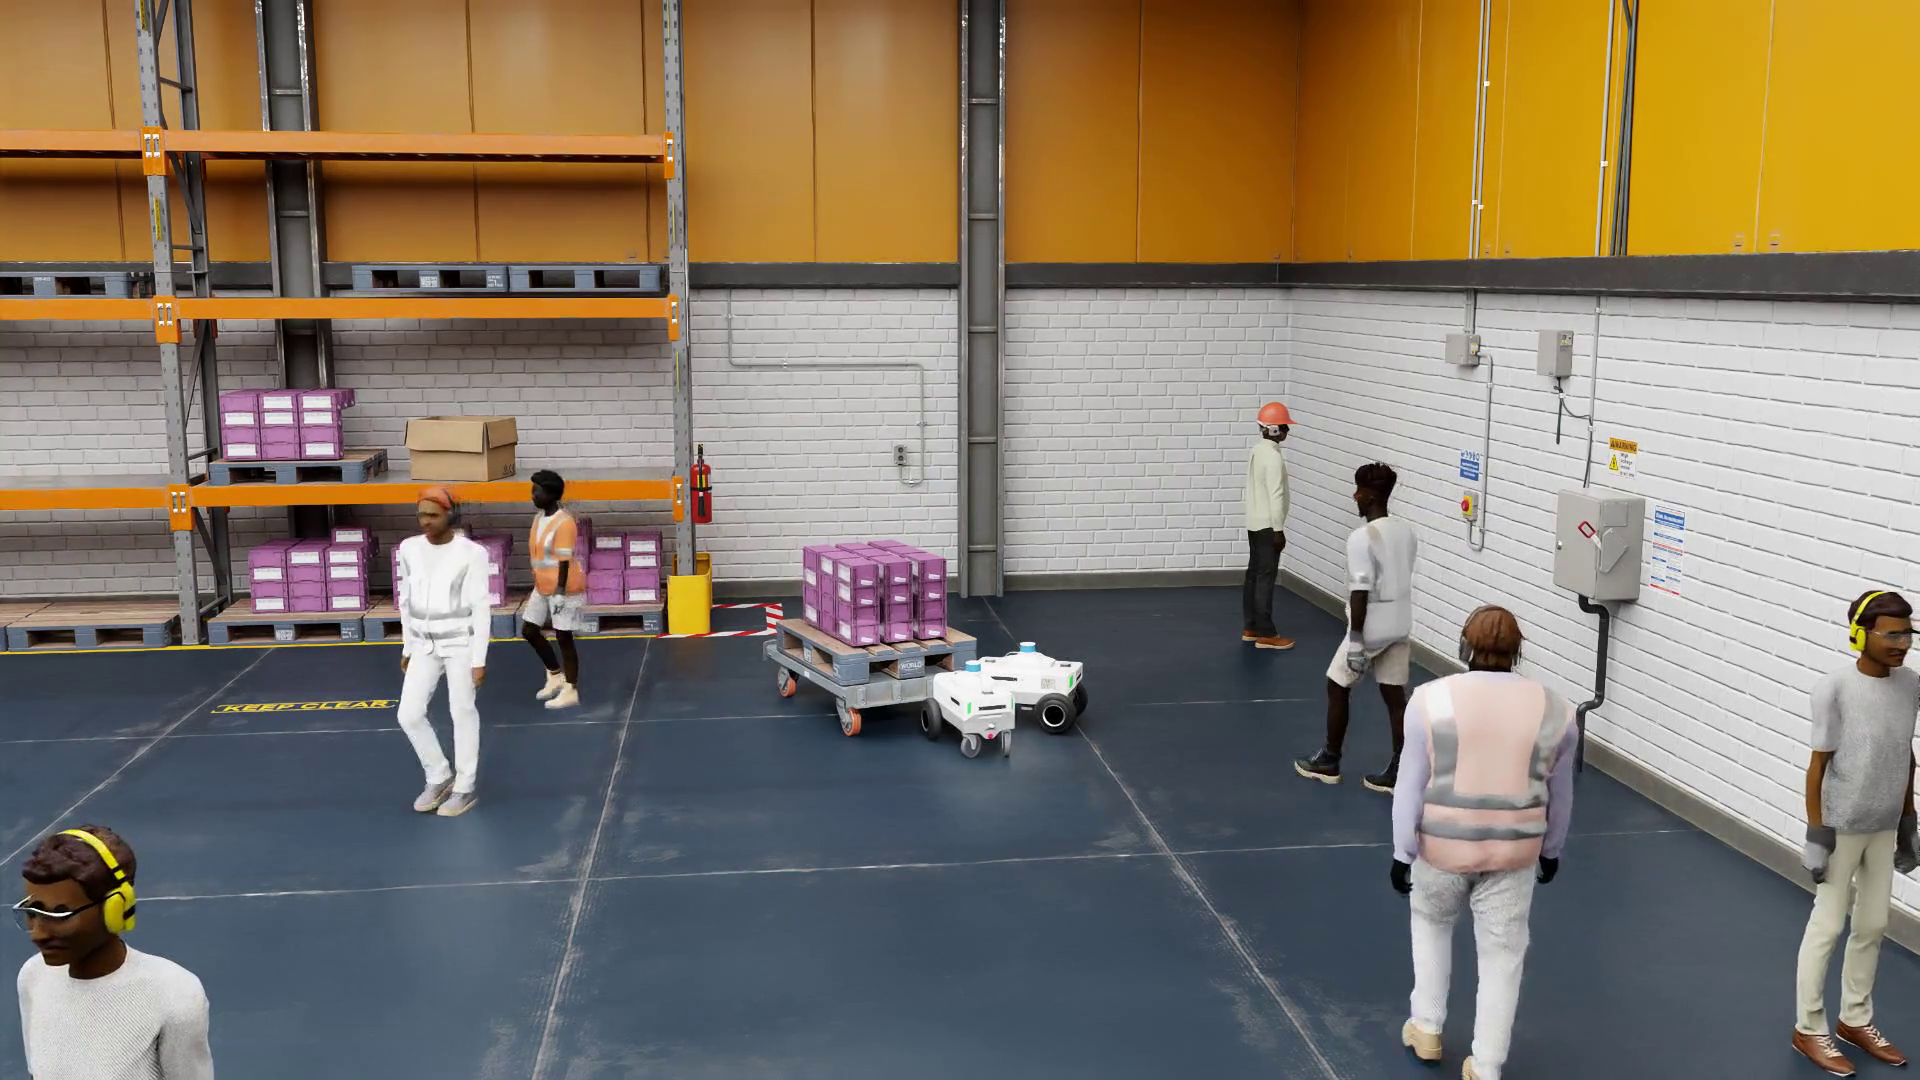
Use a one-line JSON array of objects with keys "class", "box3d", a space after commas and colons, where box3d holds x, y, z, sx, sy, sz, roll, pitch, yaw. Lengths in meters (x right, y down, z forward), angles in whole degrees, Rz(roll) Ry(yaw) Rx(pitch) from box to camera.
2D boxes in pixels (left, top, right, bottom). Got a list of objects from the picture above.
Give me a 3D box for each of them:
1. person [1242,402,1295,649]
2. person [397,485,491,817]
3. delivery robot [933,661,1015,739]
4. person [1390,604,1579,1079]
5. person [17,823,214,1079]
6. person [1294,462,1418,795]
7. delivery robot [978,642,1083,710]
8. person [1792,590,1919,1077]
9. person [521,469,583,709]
[{"class": "person", "box3d": [2.511, -0.124, 13.534, 0.384, 1.996, 0.610, -1, 9, -7]}, {"class": "person", "box3d": [-2.885, 0.629, 9.223, 0.619, 1.869, 0.473, 3, 10, 17]}, {"class": "delivery robot", "box3d": [0.086, 1.015, 10.617, 0.477, 0.478, 0.707, -3, 10, -19]}, {"class": "person", "box3d": [1.934, 1.131, 6.241, 0.664, 1.817, 0.705, 1, 9, 6]}, {"class": "person", "box3d": [-1.855, 1.524, 3.648, 0.533, 1.866, 0.315, 3, 10, 17]}, {"class": "person", "box3d": [2.345, 0.504, 9.777, 0.645, 1.932, 0.840, -8, 12, -39]}, {"class": "delivery robot", "box3d": [0.452, 0.928, 11.163, 0.707, 0.478, 0.477, 2, 9, 14]}, {"class": "person", "box3d": [3.432, 1.101, 6.322, 0.514, 1.865, 0.331, -3, 10, -17]}, {"class": "person", "box3d": [-2.831, 0.349, 11.567, 0.374, 1.684, 0.535, -8, 12, -41]}]
